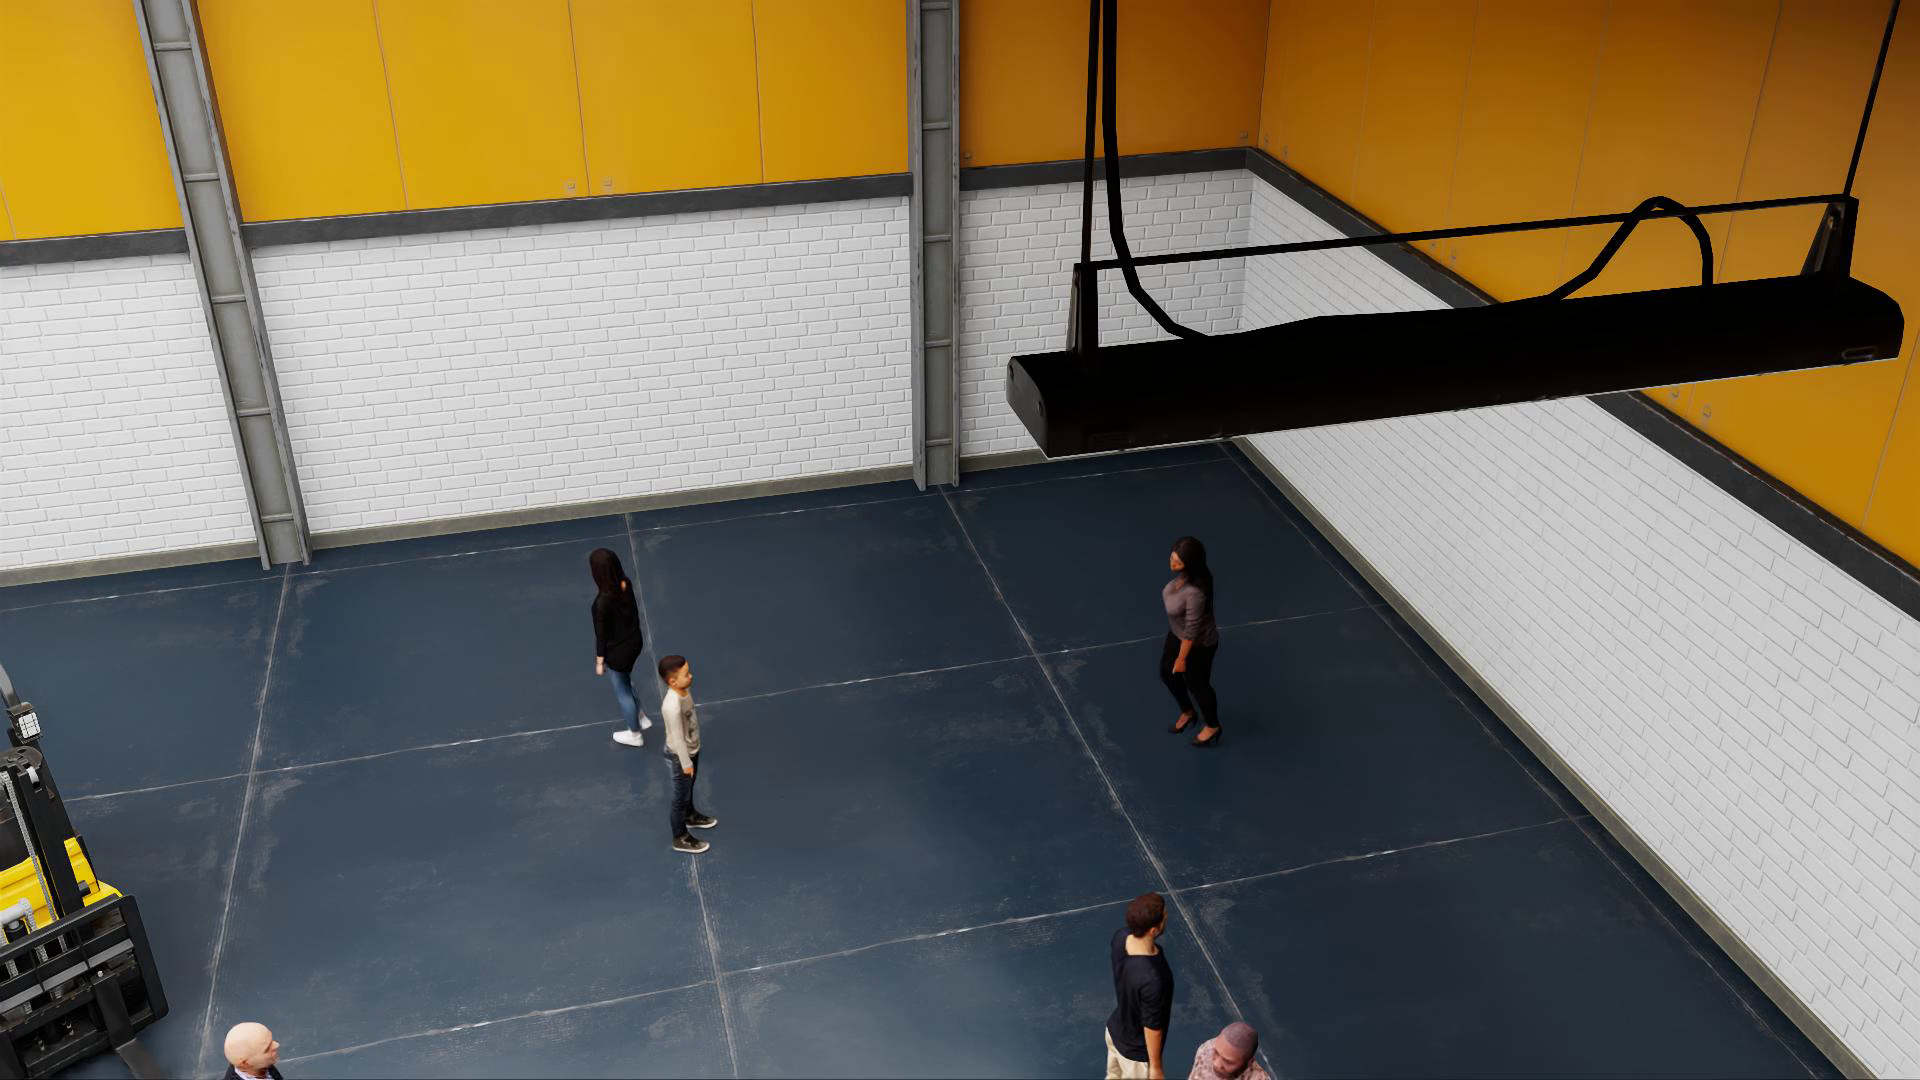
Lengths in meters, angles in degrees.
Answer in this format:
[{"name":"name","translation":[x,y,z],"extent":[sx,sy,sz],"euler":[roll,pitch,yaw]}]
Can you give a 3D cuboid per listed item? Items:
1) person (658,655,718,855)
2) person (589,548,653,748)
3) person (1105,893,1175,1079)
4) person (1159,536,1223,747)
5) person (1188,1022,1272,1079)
[{"name":"person","translation":[-1.867,1.404,11.136],"extent":[0.590,1.461,0.603],"euler":[1,29,3]},{"name":"person","translation":[-2.397,0.794,12.071],"extent":[0.729,1.635,0.692],"euler":[10,30,18]},{"name":"person","translation":[0.895,2.577,8.579],"extent":[0.556,1.850,0.643],"euler":[-9,30,-15]},{"name":"person","translation":[1.742,0.735,12.005],"extent":[0.778,1.802,0.719],"euler":[2,29,4]},{"name":"person","translation":[1.365,2.942,7.999],"extent":[1.209,1.763,0.880],"euler":[-15,32,-26]}]
